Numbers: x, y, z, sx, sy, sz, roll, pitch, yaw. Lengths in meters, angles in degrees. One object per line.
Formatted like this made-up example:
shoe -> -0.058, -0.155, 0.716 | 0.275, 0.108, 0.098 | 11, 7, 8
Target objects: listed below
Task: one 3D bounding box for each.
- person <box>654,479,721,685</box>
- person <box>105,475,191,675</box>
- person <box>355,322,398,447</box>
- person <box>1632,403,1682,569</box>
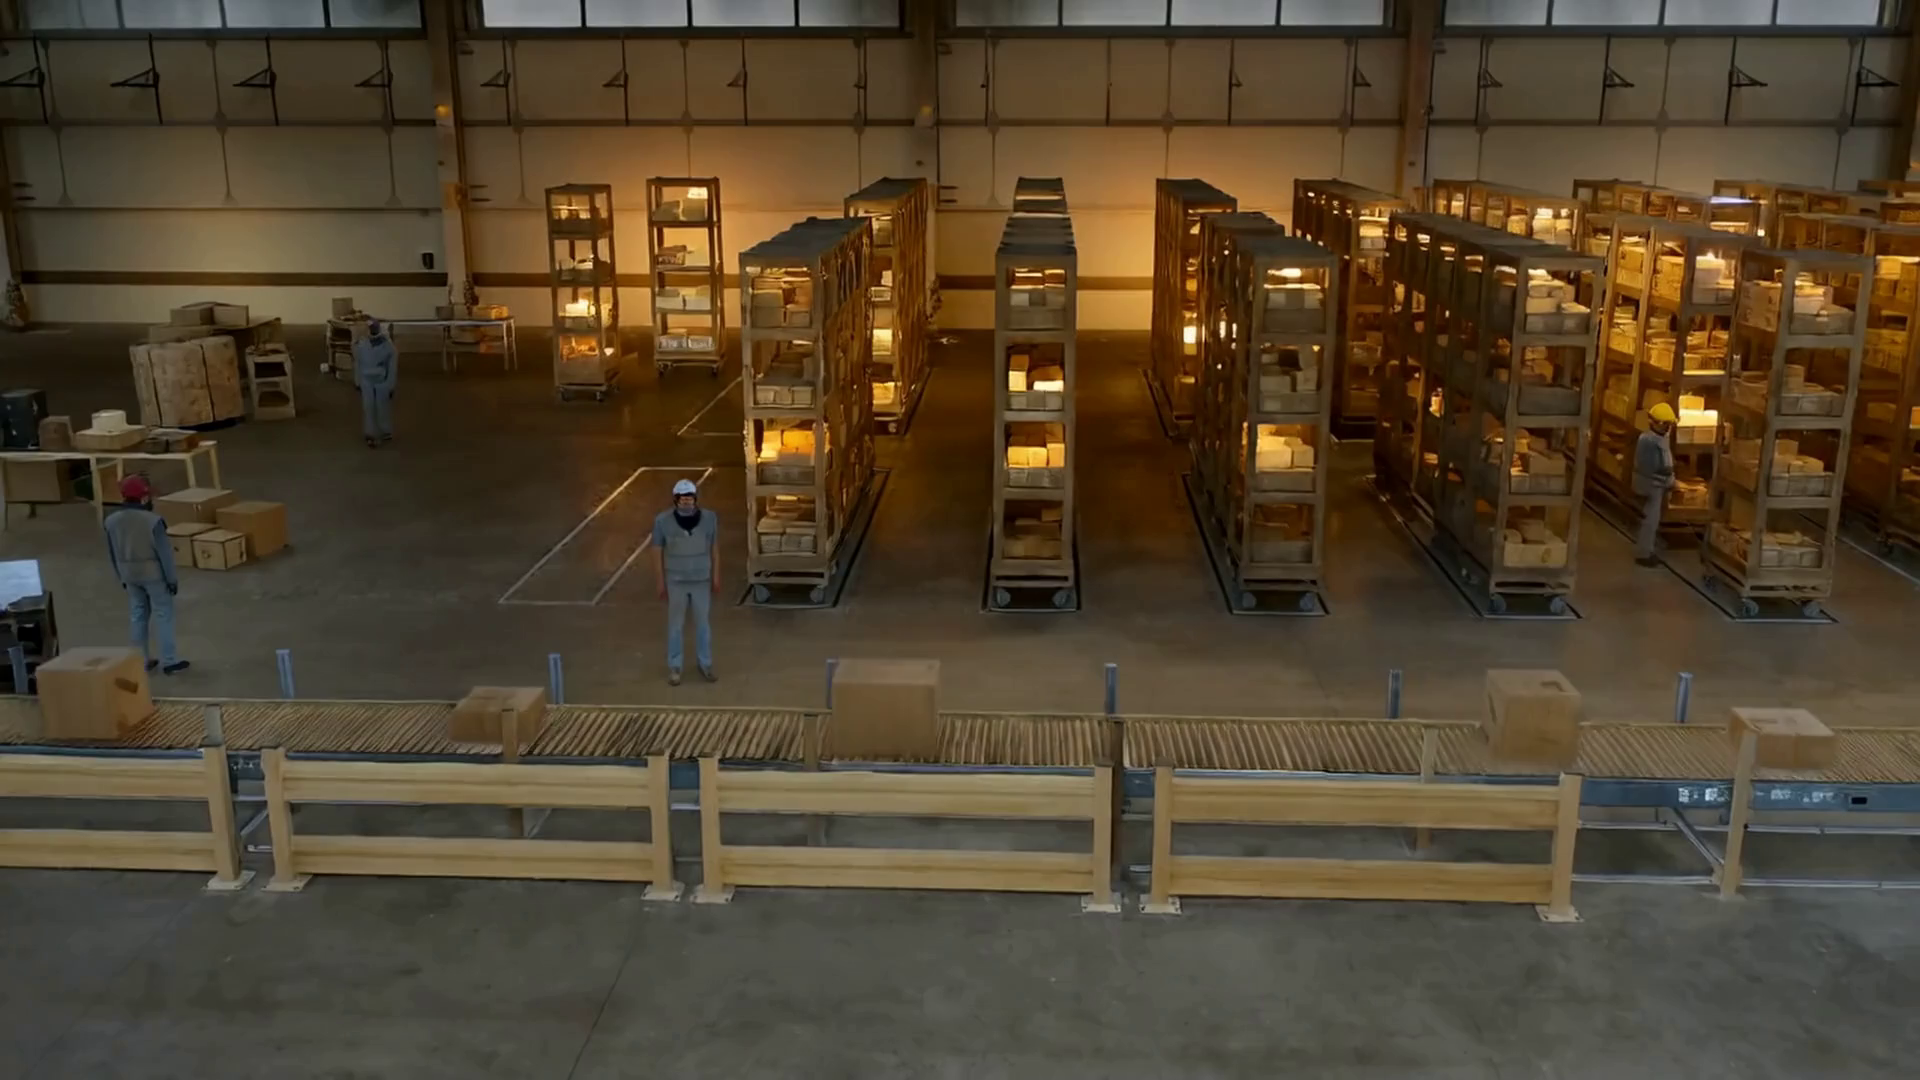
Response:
person -> -2.407, 0.356, 14.712 | 0.569, 1.847, 0.377 | -5, 16, -19
person -> -7.268, 0.317, 14.886 | 0.590, 1.834, 0.404 | 3, 15, 11
person -> -8.656, -2.304, 24.603 | 0.716, 1.844, 0.959 | 0, 15, -1
person -> 7.663, -0.613, 18.369 | 0.447, 1.823, 0.596 | 11, 19, 36
